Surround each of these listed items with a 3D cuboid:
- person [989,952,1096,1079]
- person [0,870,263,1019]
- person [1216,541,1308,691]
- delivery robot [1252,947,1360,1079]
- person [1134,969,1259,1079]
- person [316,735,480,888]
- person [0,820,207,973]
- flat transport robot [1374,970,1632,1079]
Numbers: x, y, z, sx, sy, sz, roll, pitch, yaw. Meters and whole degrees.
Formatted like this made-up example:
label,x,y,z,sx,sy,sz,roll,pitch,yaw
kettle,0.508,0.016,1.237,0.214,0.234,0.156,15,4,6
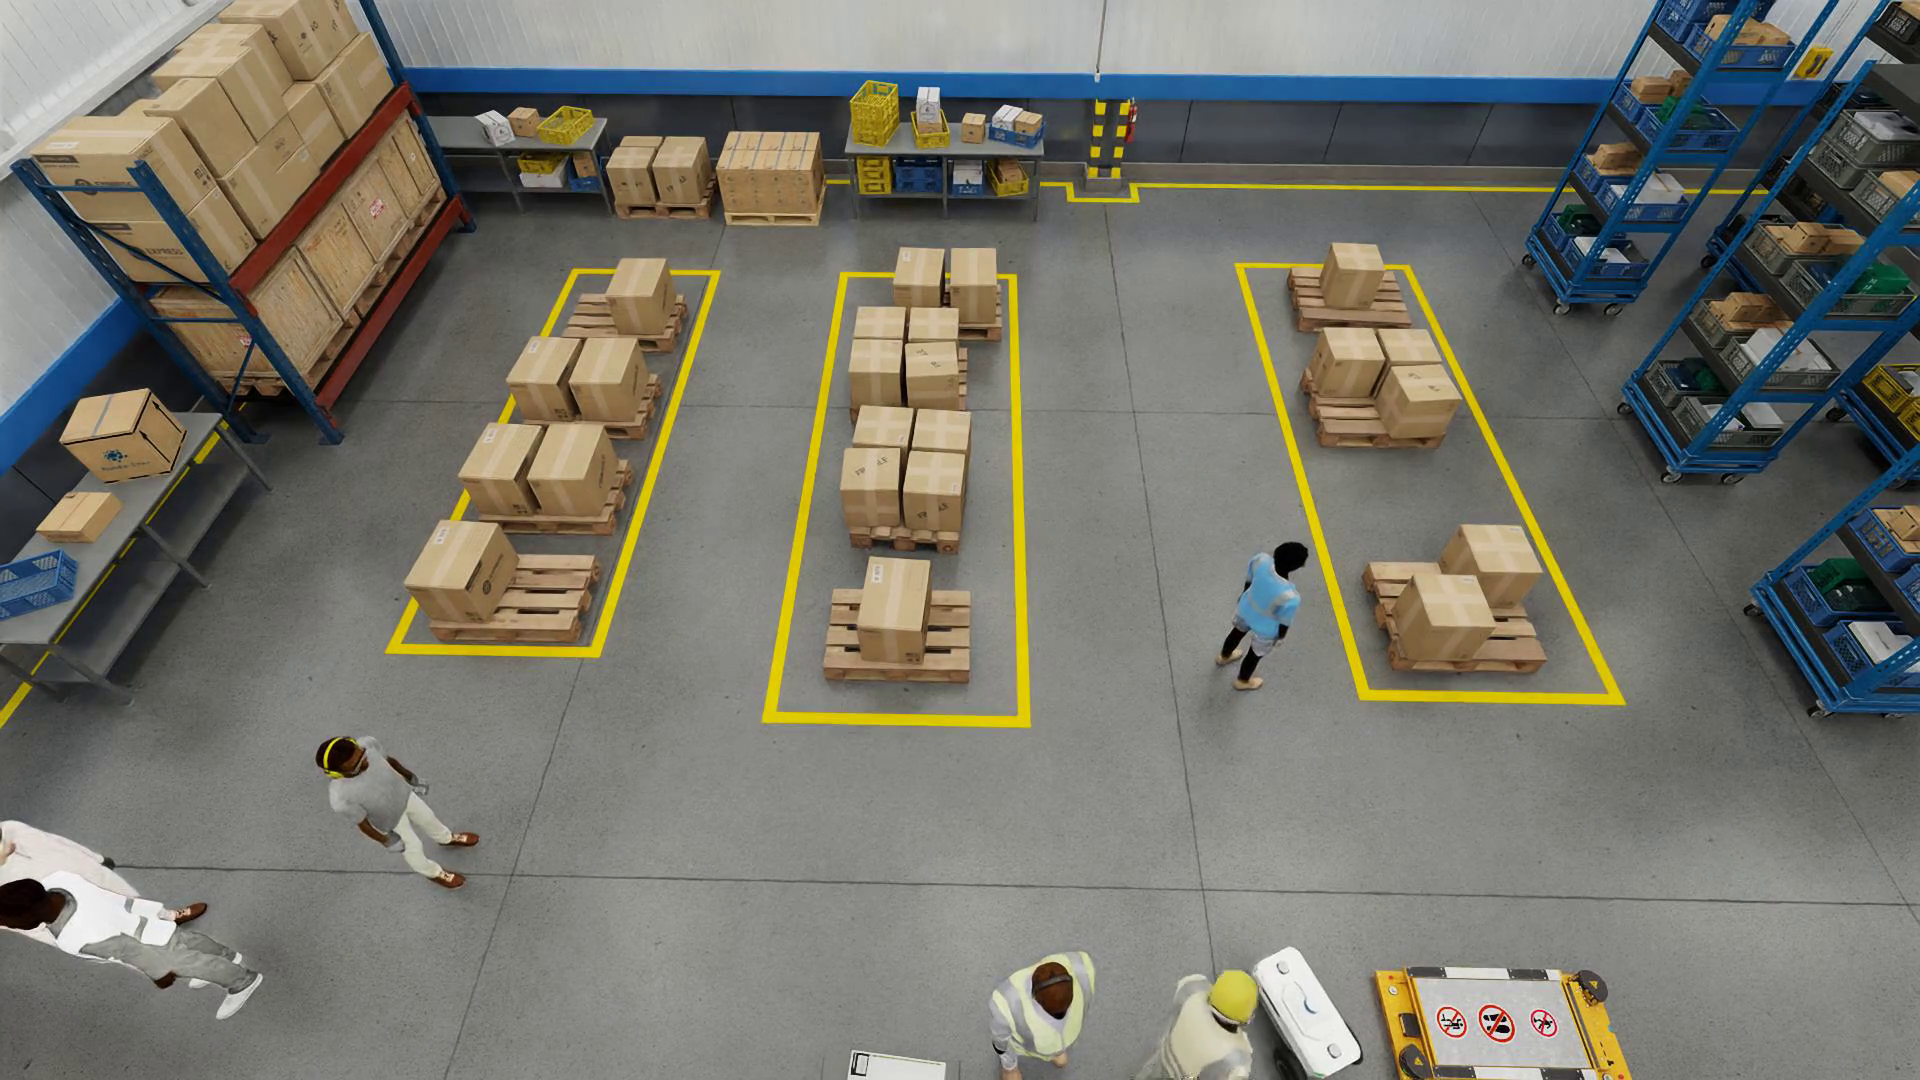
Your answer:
label,x,y,z,sx,sy,sz,roll,pitch,yaw
person,0.468,2.748,5.221,0.636,1.842,0.429,-20,53,-15
person,-4.894,2.392,5.463,0.587,1.920,0.395,31,57,23
person,2.333,0.587,7.075,0.317,1.695,0.538,-19,53,-15
delivery robot,2.171,2.984,5.796,0.477,0.478,0.707,-19,53,-15
person,1.384,2.890,5.155,0.905,1.762,0.652,-19,53,-15
person,-3.688,1.764,6.017,0.356,1.862,0.515,0,51,0
person,-5.393,2.195,5.636,0.403,1.901,0.648,-20,54,-16
flat transport robot,3.501,3.133,5.914,1.431,0.197,0.652,1,51,1
